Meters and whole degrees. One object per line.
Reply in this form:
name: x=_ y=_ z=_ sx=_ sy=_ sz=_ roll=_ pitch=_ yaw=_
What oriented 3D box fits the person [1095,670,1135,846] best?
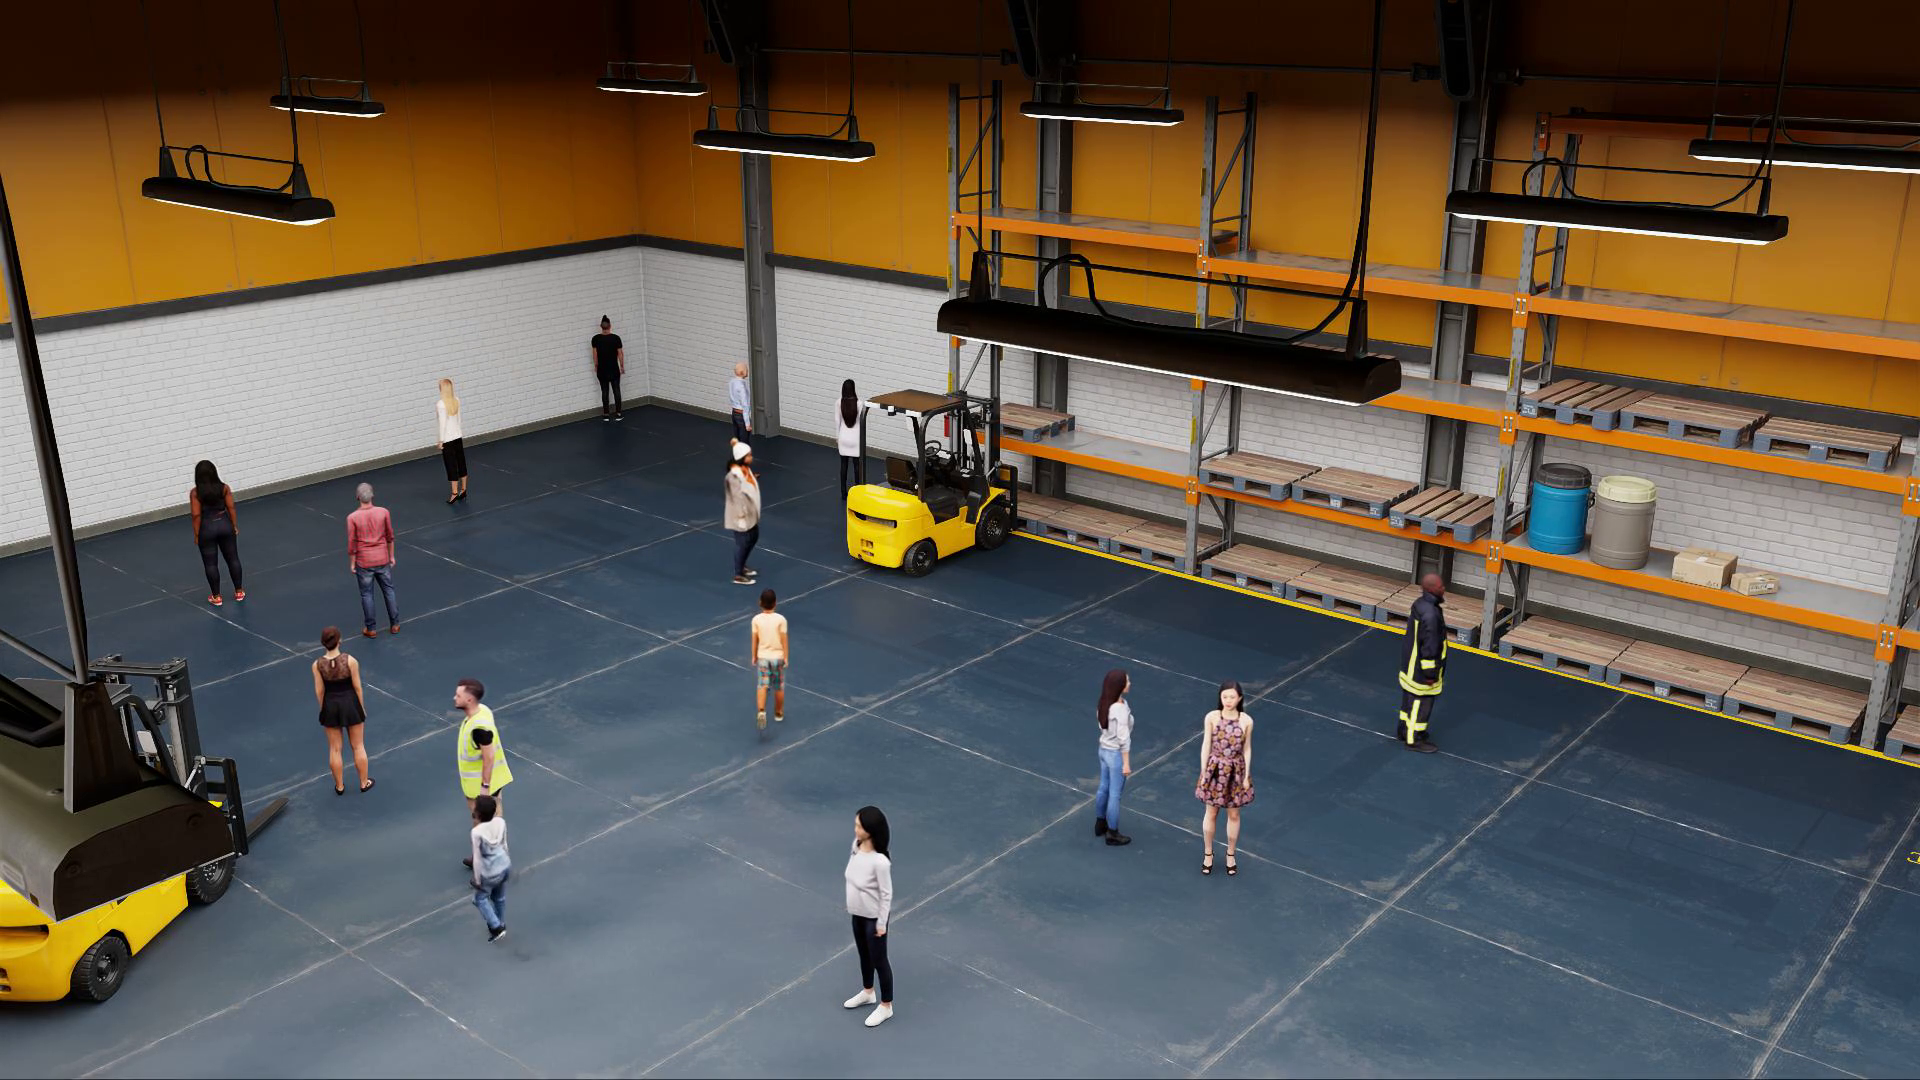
person: x=1.346 y=1.897 z=14.665 sx=0.736 sy=1.633 sz=0.610 roll=-7 pitch=20 yaw=-21

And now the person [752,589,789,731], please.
person: x=-1.931 y=1.234 z=16.929 sx=0.877 sy=1.443 sz=0.888 roll=1 pitch=19 yaw=2

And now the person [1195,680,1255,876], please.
person: x=2.249 y=2.014 z=14.096 sx=0.780 sy=1.774 sz=0.858 roll=2 pitch=19 yaw=6

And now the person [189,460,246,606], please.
person: x=-9.102 y=-0.107 z=20.329 sx=0.724 sy=1.815 sz=0.706 roll=-13 pitch=22 yaw=-33

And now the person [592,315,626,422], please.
person: x=-6.091 y=-3.002 z=28.850 sx=0.761 sy=1.864 sz=0.821 roll=-2 pitch=19 yaw=-4

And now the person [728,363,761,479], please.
person: x=-3.351 y=-1.844 z=25.526 sx=0.776 sy=1.790 sz=0.616 roll=-11 pitch=22 yaw=-30

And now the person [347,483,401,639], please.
person: x=-6.826 y=0.225 z=19.319 sx=0.747 sy=1.830 sz=0.646 roll=-12 pitch=22 yaw=-33

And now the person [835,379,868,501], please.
person: x=-1.619 y=-1.476 z=24.407 sx=0.615 sy=1.807 sz=0.746 roll=4 pitch=19 yaw=12

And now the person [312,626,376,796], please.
person: x=-5.784 y=1.582 z=15.538 sx=0.680 sy=1.672 sz=0.727 roll=-4 pitch=19 yaw=-11

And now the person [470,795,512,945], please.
person: x=-3.678 y=2.609 z=13.150 sx=0.608 sy=1.251 sz=0.489 roll=16 pitch=24 yaw=40

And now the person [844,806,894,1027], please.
person: x=-0.649 y=2.715 z=12.128 sx=0.733 sy=1.700 sz=0.569 roll=-13 pitch=23 yaw=-34

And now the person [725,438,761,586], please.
person: x=-2.784 y=-0.385 z=21.039 sx=0.857 sy=1.890 sz=0.842 roll=3 pitch=19 yaw=8

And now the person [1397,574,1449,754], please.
person: x=4.587 y=1.187 z=16.478 sx=0.890 sy=1.821 sz=0.864 roll=1 pitch=19 yaw=3

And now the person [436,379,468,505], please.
person: x=-7.414 y=-1.442 z=24.226 sx=0.625 sy=1.858 sz=0.675 roll=7 pitch=20 yaw=21

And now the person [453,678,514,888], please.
person: x=-4.032 y=2.012 z=13.990 sx=0.897 sy=1.845 sz=0.812 roll=-7 pitch=20 yaw=-19
